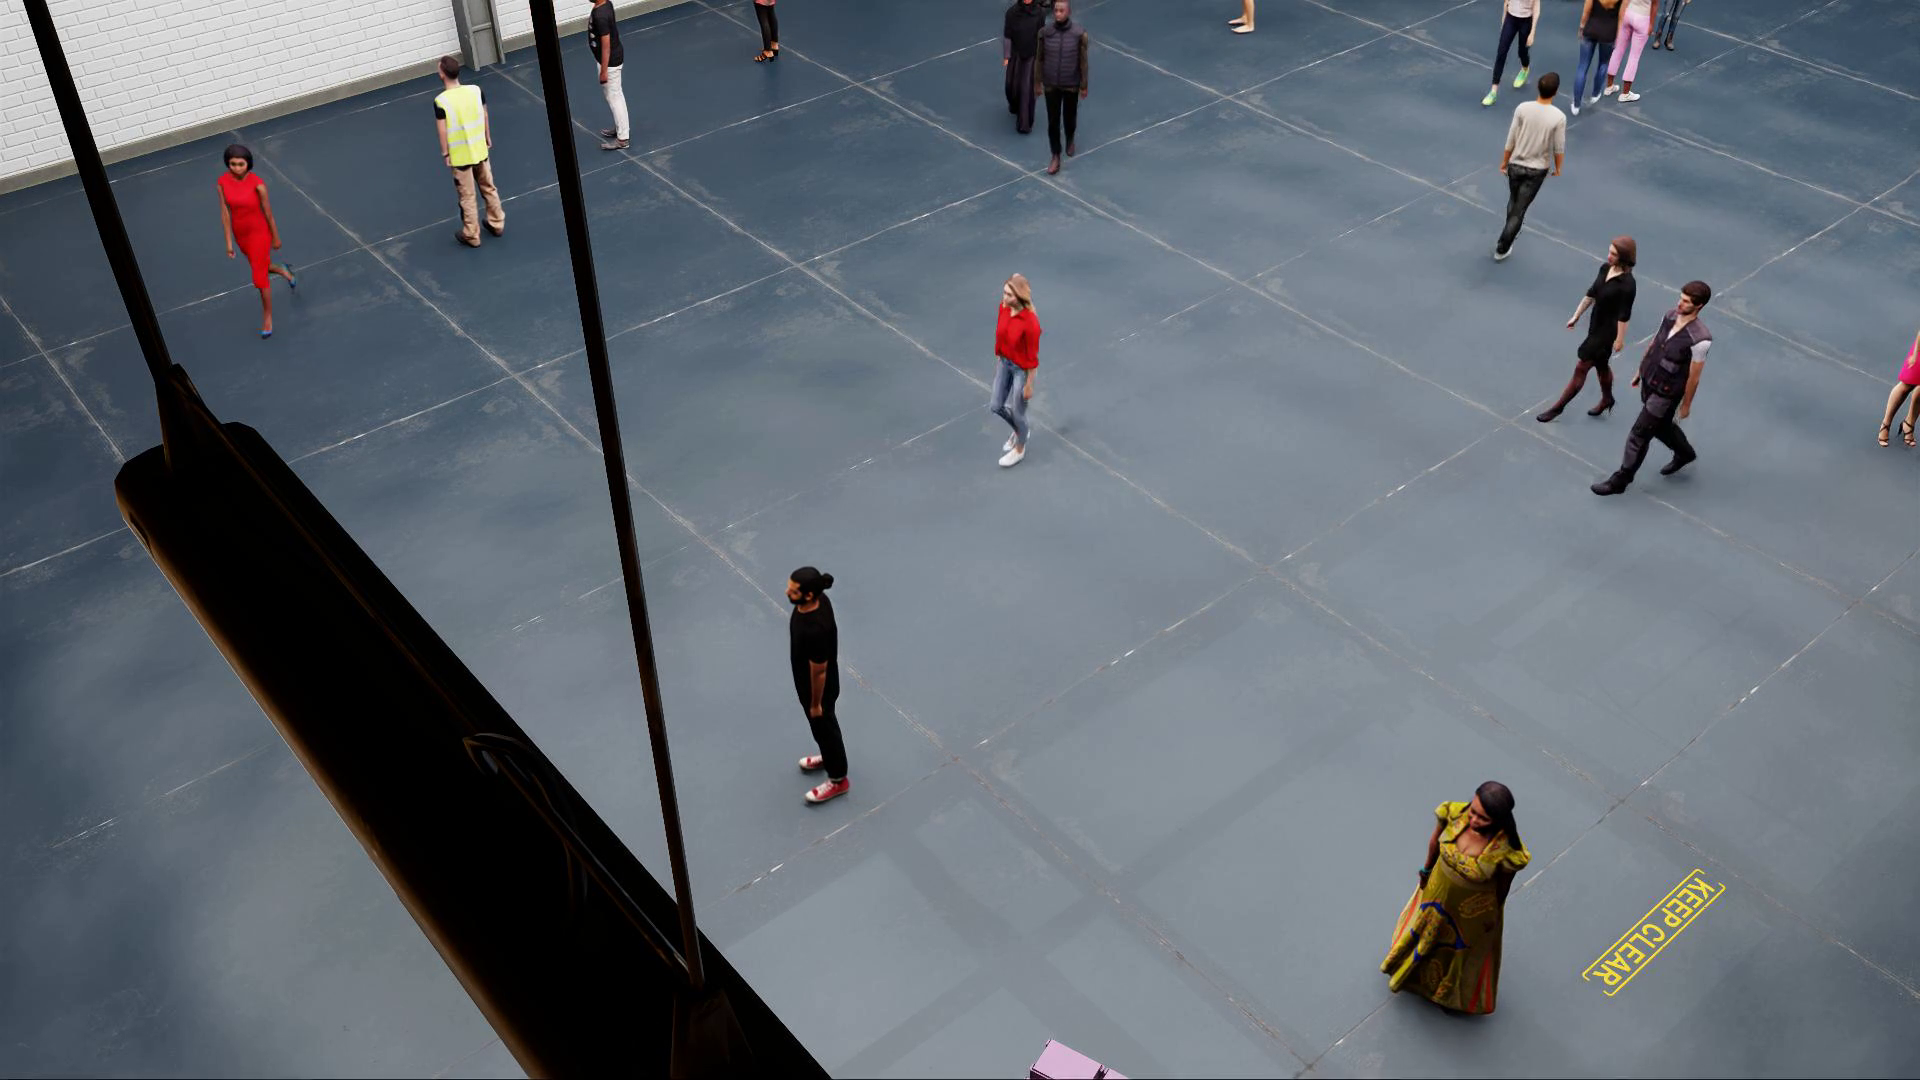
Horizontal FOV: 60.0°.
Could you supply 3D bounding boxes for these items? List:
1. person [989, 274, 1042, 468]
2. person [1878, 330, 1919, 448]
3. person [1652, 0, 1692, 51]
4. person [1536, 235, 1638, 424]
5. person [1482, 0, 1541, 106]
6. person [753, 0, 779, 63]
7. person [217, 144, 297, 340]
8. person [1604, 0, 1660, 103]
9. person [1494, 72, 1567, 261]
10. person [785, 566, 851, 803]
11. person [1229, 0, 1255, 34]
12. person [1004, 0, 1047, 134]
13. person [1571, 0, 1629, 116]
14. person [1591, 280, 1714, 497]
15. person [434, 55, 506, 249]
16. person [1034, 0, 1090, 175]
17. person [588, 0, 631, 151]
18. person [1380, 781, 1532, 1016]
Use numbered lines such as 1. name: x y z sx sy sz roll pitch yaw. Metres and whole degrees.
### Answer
1. person: 0.500 -1.336 12.908 0.564 1.700 0.617 -27 46 -30
2. person: 7.675 -1.496 13.087 0.657 1.727 0.728 1 39 1
3. person: 8.484 -6.463 19.635 0.554 1.315 0.606 6 39 8
4. person: 5.235 -1.681 13.361 1.034 1.674 0.890 -5 39 -6
5. person: 6.231 -5.704 18.407 0.770 1.662 1.197 26 45 29
6. person: -2.283 -6.398 19.246 0.759 1.700 0.657 12 40 14
7. person: -6.157 -2.680 14.585 1.050 1.707 1.104 4 39 5
8. person: 7.472 -5.731 18.379 0.548 1.740 0.603 -21 43 -24
9. person: 5.251 -3.428 15.460 0.827 1.783 1.035 23 44 26
10. person: -0.865 0.851 10.127 0.683 1.754 0.697 -8 39 -10
11. person: 3.455 -6.986 19.957 0.706 1.731 0.662 0 39 0
12. person: 0.693 -5.218 17.846 0.926 1.604 0.962 0 39 0
13. person: 6.924 -5.437 18.041 0.821 1.702 0.953 13 40 16
14. person: 5.418 -1.155 12.585 1.255 1.821 1.034 -6 39 -8
15. person: -4.662 -3.677 15.725 0.784 1.842 0.662 30 47 32
16. person: 1.059 -4.656 16.966 0.920 1.823 0.986 10 40 13
17. person: -3.672 -5.005 17.418 0.785 1.805 0.757 -4 39 -5
18. person: 2.701 1.881 8.912 0.877 1.660 0.806 31 48 33
